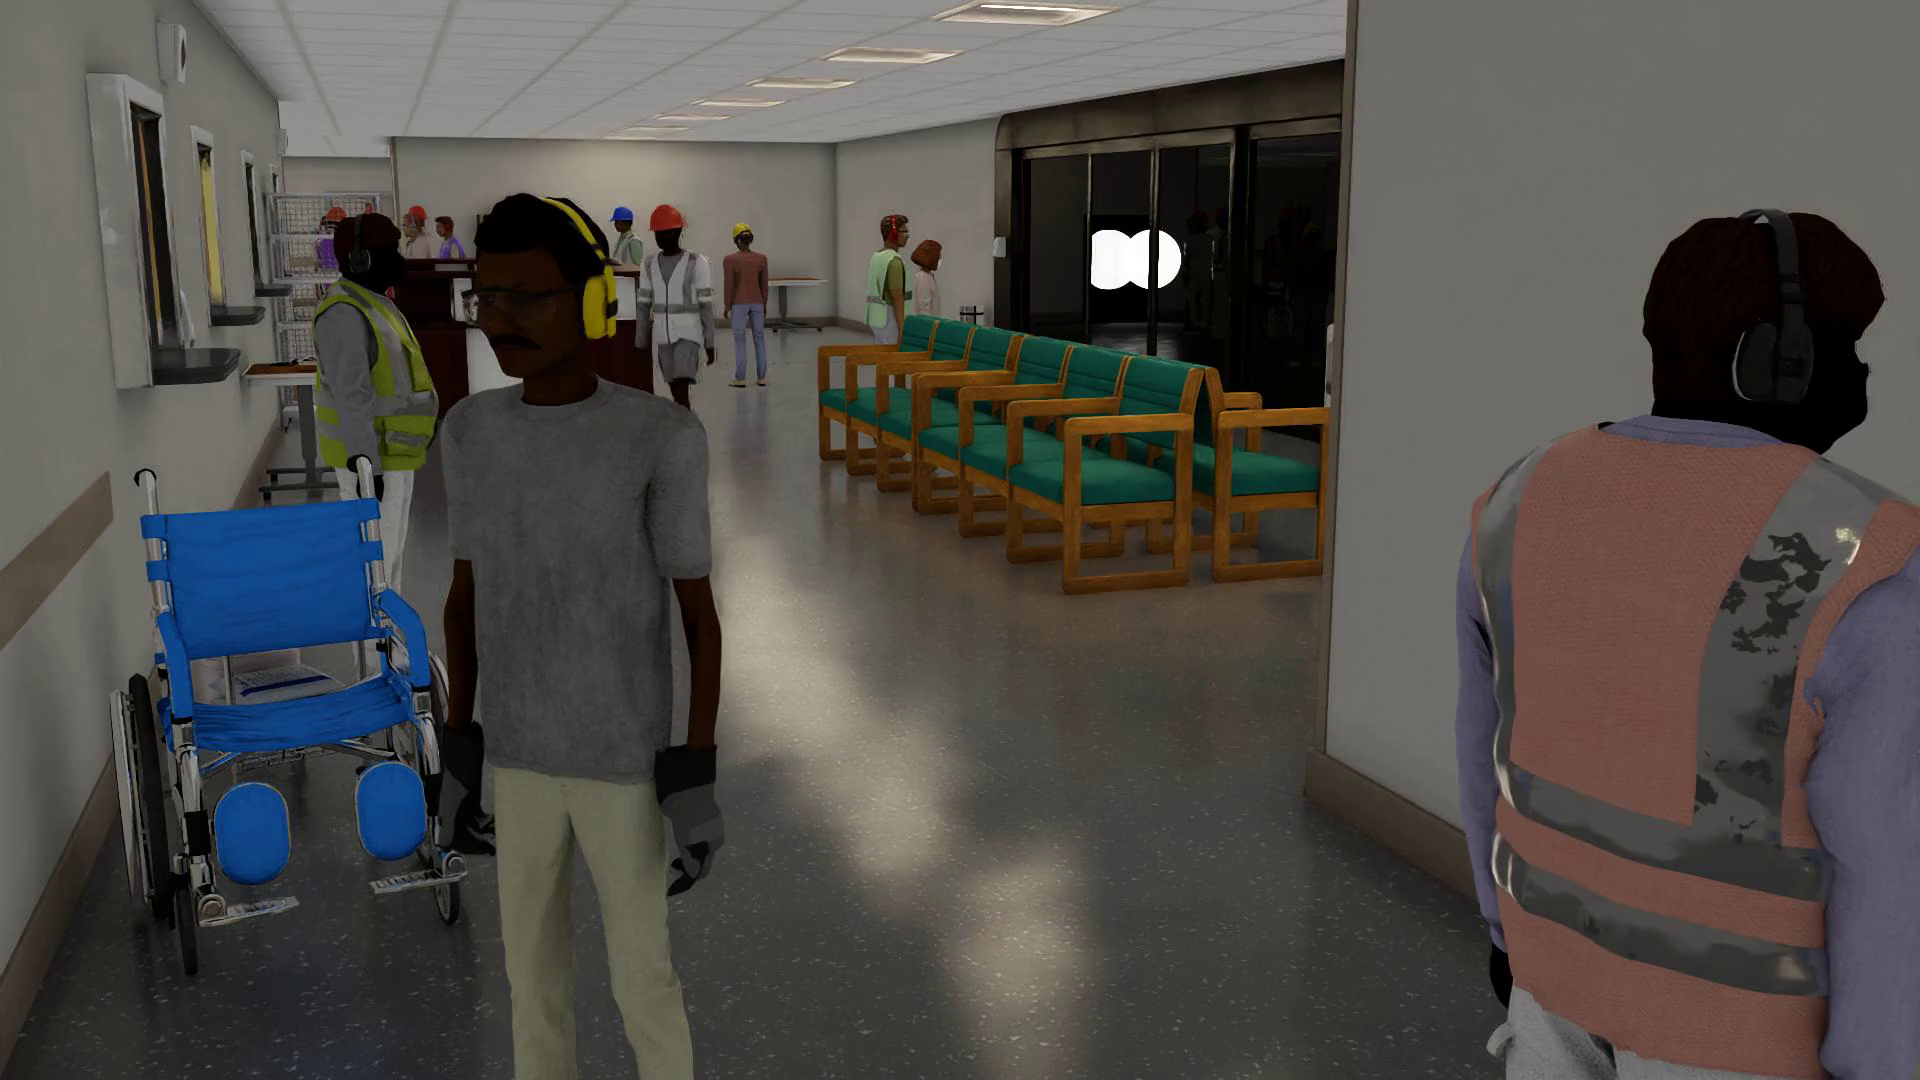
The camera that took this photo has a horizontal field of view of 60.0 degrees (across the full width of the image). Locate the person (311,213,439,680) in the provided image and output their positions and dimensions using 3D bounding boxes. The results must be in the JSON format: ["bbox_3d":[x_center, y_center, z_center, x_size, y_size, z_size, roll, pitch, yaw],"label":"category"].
[{"bbox_3d":[-2.195,-0.305,6.323,0.429,1.845,0.621,-2,11,-9],"label":"person"}]

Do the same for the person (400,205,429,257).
[{"bbox_3d":[-7.893,-3.870,24.267,0.418,1.983,0.622,3,12,17],"label":"person"}]

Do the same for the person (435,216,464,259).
[{"bbox_3d":[-6.617,-3.301,21.745,0.404,1.836,0.562,-5,12,-26],"label":"person"}]

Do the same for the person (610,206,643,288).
[{"bbox_3d":[-4.138,-3.163,20.712,0.395,1.945,0.618,-7,13,-31],"label":"person"}]

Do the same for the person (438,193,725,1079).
[{"bbox_3d":[-0.639,0.379,2.754,0.533,1.864,0.310,4,12,18],"label":"person"}]

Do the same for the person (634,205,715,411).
[{"bbox_3d":[-2.114,-1.458,12.073,0.571,1.900,0.845,4,12,20],"label":"person"}]

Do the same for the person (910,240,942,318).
[{"bbox_3d":[-0.278,-1.738,14.216,0.289,1.632,0.497,0,11,0],"label":"person"}]

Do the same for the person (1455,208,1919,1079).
[{"bbox_3d":[0.873,0.538,2.007,0.430,1.841,0.624,-6,12,-27],"label":"person"}]

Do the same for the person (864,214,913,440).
[{"bbox_3d":[-0.568,-1.704,13.489,0.389,1.846,0.565,-4,12,-20],"label":"person"}]

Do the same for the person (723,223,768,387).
[{"bbox_3d":[-2.313,-2.527,17.940,0.522,1.762,0.320,-7,13,-31],"label":"person"}]
